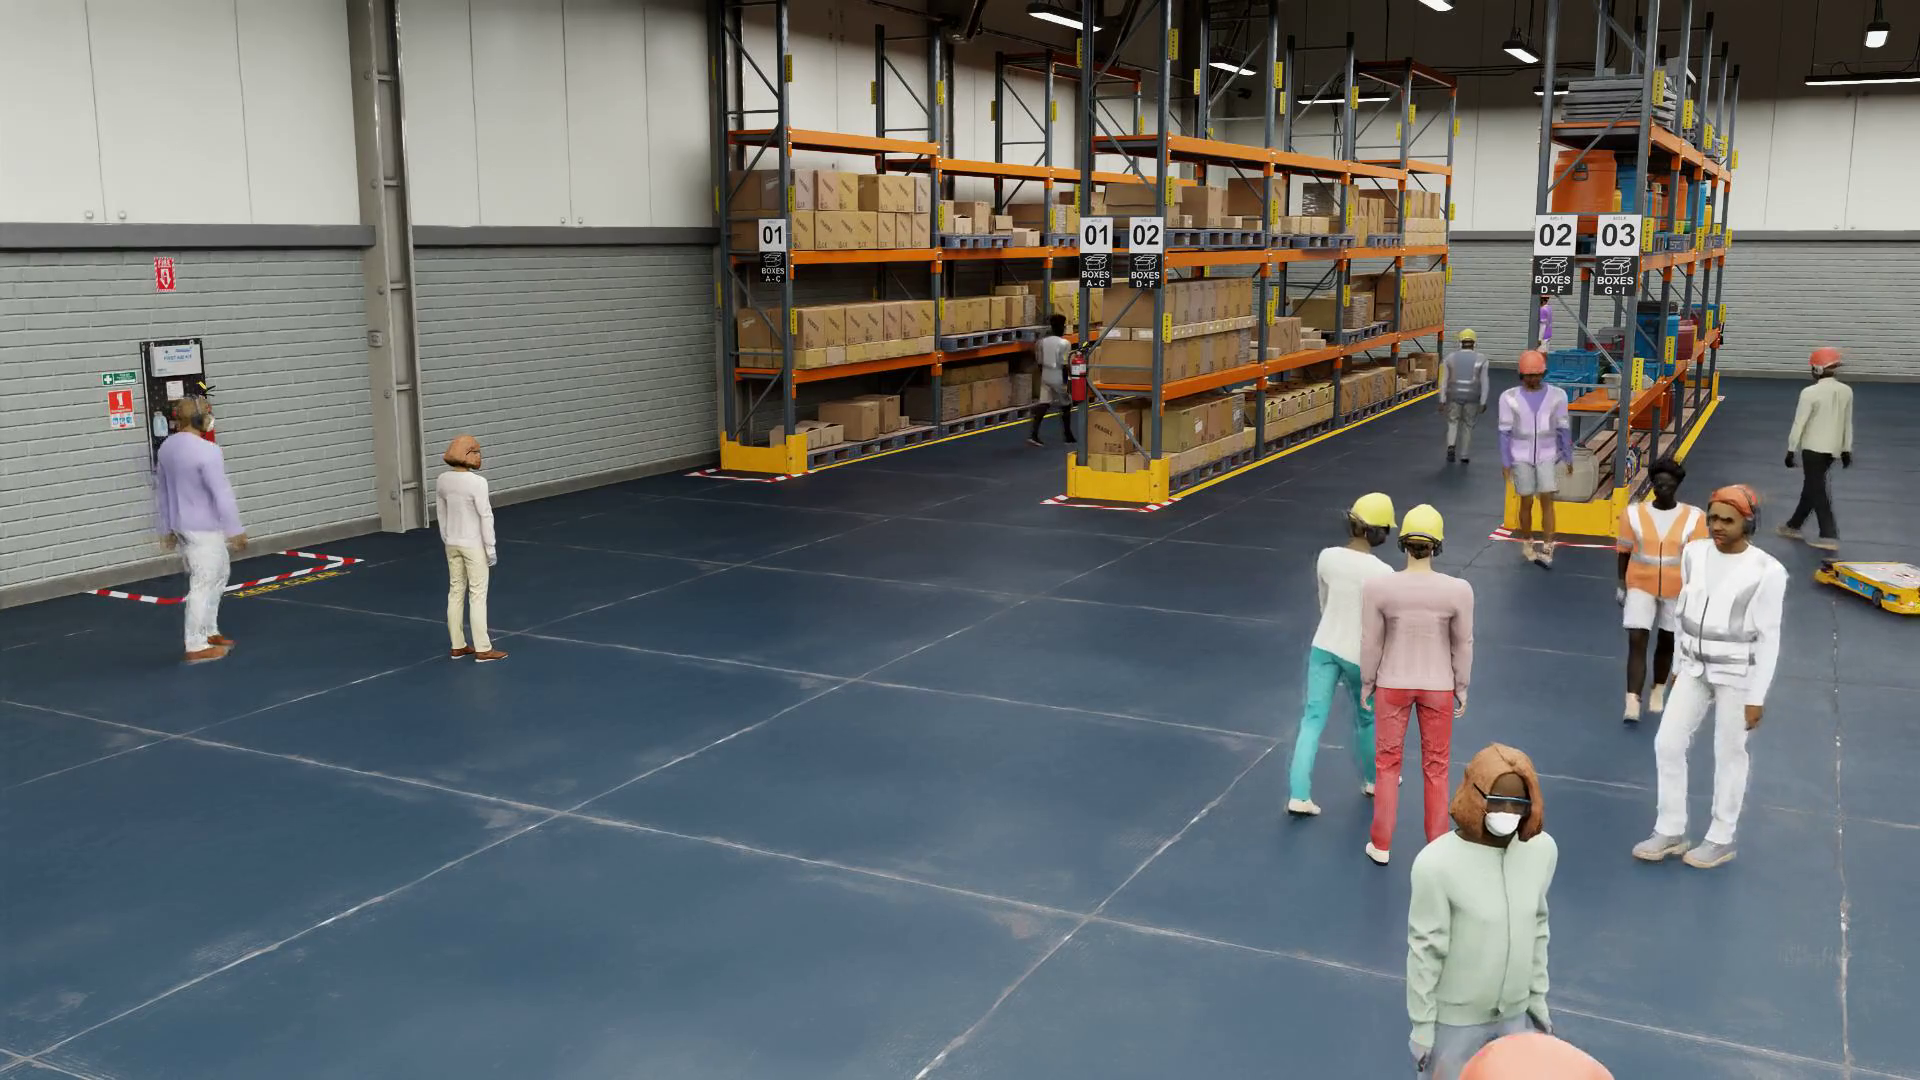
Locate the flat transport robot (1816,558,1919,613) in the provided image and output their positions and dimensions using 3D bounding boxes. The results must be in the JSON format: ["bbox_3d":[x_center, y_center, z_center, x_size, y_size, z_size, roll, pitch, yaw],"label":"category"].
[{"bbox_3d":[7.812,0.375,13.870,0.652,0.197,1.431,0,10,2],"label":"flat transport robot"}]

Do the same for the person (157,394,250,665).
[{"bbox_3d":[-5.348,-0.079,11.856,0.638,1.919,0.605,9,14,40],"label":"person"}]

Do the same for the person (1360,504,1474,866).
[{"bbox_3d":[2.179,0.707,7.986,0.525,1.769,0.315,2,11,12],"label":"person"}]

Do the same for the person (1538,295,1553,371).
[{"bbox_3d":[11.944,-4.176,34.139,0.372,1.939,0.544,6,12,32],"label":"person"}]

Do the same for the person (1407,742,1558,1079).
[{"bbox_3d":[1.487,1.366,4.753,0.501,1.631,0.287,-5,11,-24],"label":"person"}]

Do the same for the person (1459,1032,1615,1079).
[{"bbox_3d":[0.814,1.625,2.636,0.559,1.902,0.960,-8,13,-38],"label":"person"}]

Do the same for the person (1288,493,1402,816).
[{"bbox_3d":[2.051,0.596,8.745,0.928,1.706,0.517,-10,14,-43],"label":"person"}]

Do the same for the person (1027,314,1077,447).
[{"bbox_3d":[1.331,-2.295,23.934,0.615,1.927,0.982,10,14,42],"label":"person"}]

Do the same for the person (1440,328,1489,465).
[{"bbox_3d":[6.653,-1.875,21.934,0.616,1.815,0.480,5,11,25],"label":"person"}]

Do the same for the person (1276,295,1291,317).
[{"bbox_3d":[7.671,-4.982,39.357,0.500,1.636,0.285,-5,12,-26],"label":"person"}]

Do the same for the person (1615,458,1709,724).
[{"bbox_3d":[4.338,0.328,10.313,0.551,1.653,0.829,4,11,22],"label":"person"}]

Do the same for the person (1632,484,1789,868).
[{"bbox_3d":[3.531,0.668,7.884,0.598,1.873,0.615,-5,12,-27],"label":"person"}]

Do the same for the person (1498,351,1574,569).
[{"bbox_3d":[5.269,-0.726,15.194,0.706,1.991,0.880,2,11,13],"label":"person"}]

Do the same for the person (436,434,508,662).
[{"bbox_3d":[-3.511,0.057,11.887,0.497,1.633,0.286,6,12,29],"label":"person"}]

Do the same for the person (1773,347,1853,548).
[{"bbox_3d":[8.426,-0.920,16.373,0.635,1.965,0.837,-4,11,-20],"label":"person"}]
